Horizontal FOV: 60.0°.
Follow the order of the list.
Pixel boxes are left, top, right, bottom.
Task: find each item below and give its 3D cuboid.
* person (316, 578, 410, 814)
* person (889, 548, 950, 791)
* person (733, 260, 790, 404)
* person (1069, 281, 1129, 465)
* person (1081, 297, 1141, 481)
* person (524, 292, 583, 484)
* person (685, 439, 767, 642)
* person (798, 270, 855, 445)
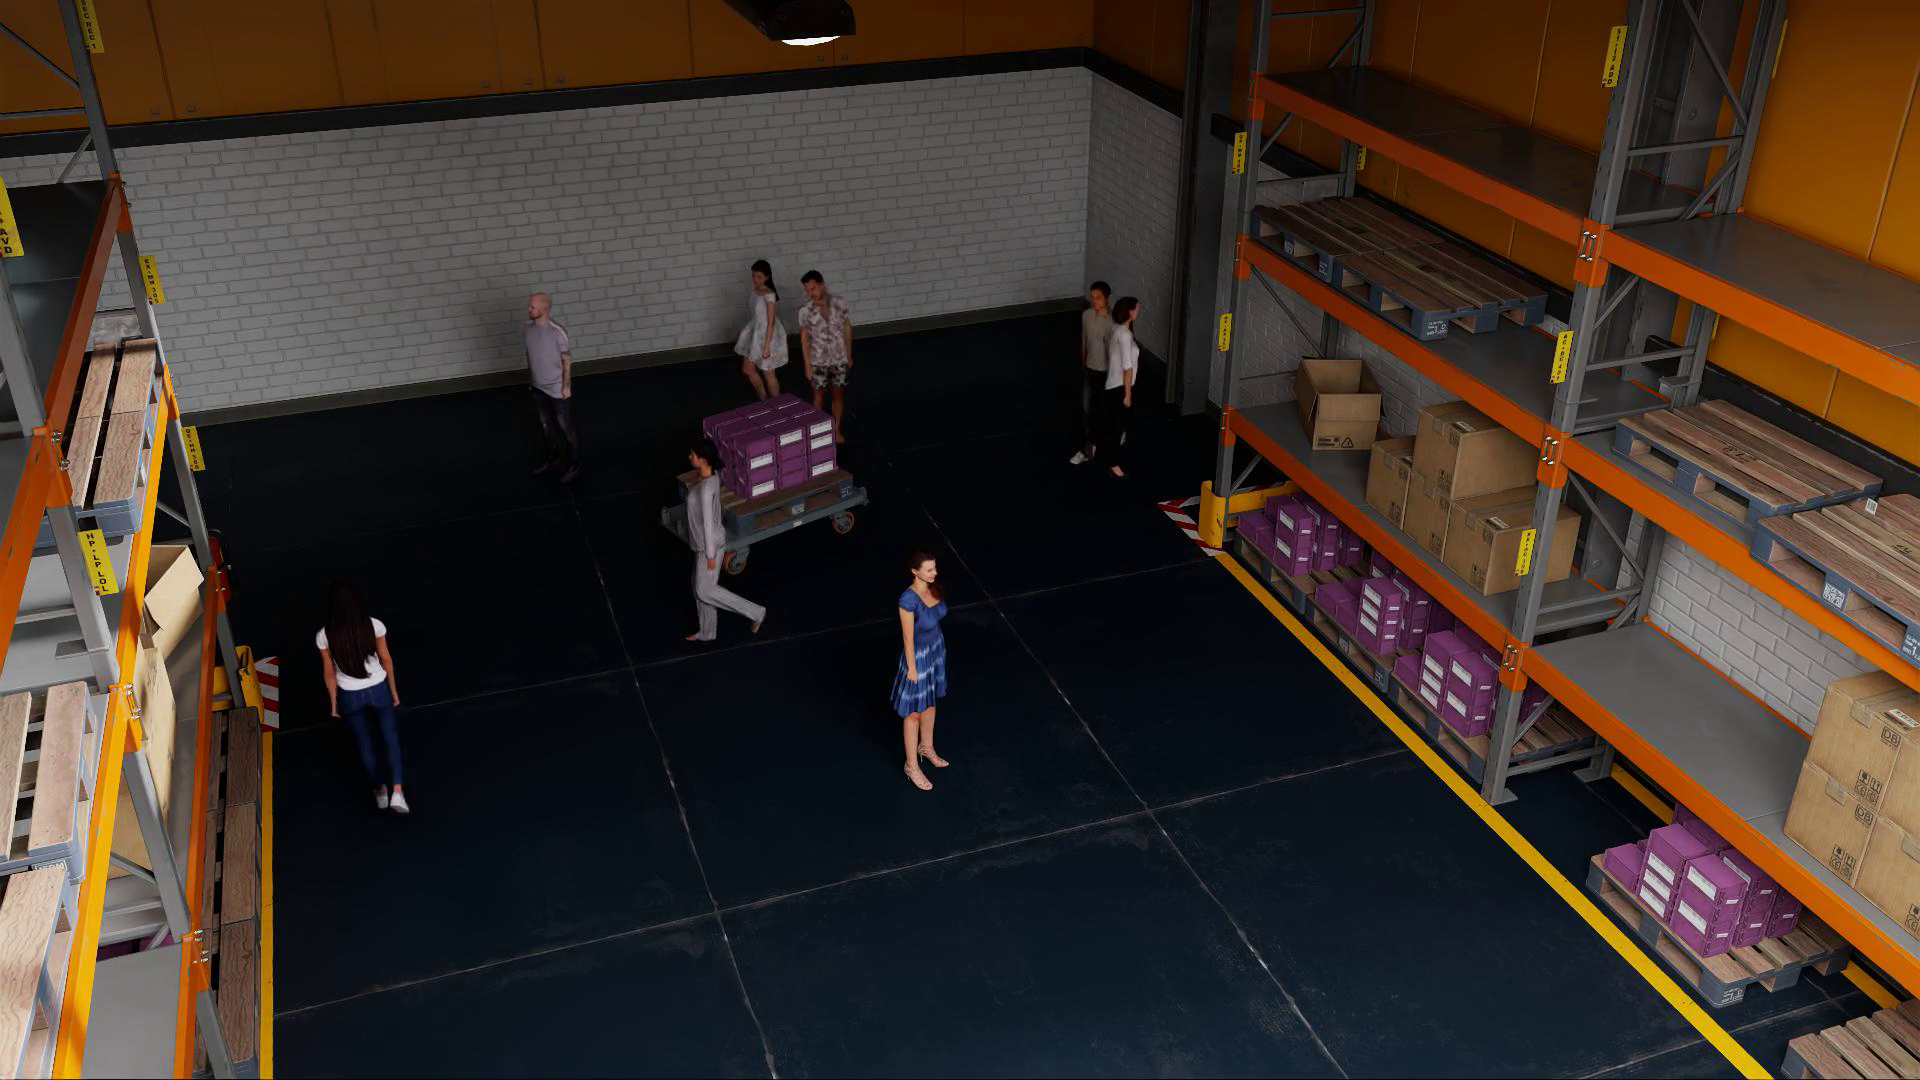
[{"bbox_3d":[-3.898,1.093,10.911,0.618,1.760,0.865,-12,31,-21],"label":"person"},{"bbox_3d":[-0.245,0.854,11.299,0.803,1.806,0.741,12,31,21],"label":"person"},{"bbox_3d":[-1.845,-1.961,16.523,0.746,1.747,0.703,-13,31,-23],"label":"person"},{"bbox_3d":[1.426,-1.645,15.933,1.249,1.757,1.223,16,33,27],"label":"person"},{"bbox_3d":[1.394,-1.407,15.475,0.843,1.777,0.774,1,29,2],"label":"person"},{"bbox_3d":[-3.799,-1.452,15.501,0.724,1.832,0.817,18,34,30],"label":"person"},{"bbox_3d":[-1.862,0.029,12.865,0.790,1.756,0.884,-2,29,-4],"label":"person"},{"bbox_3d":[-1.290,-1.775,16.144,0.683,1.783,0.730,-17,33,-28],"label":"person"}]
